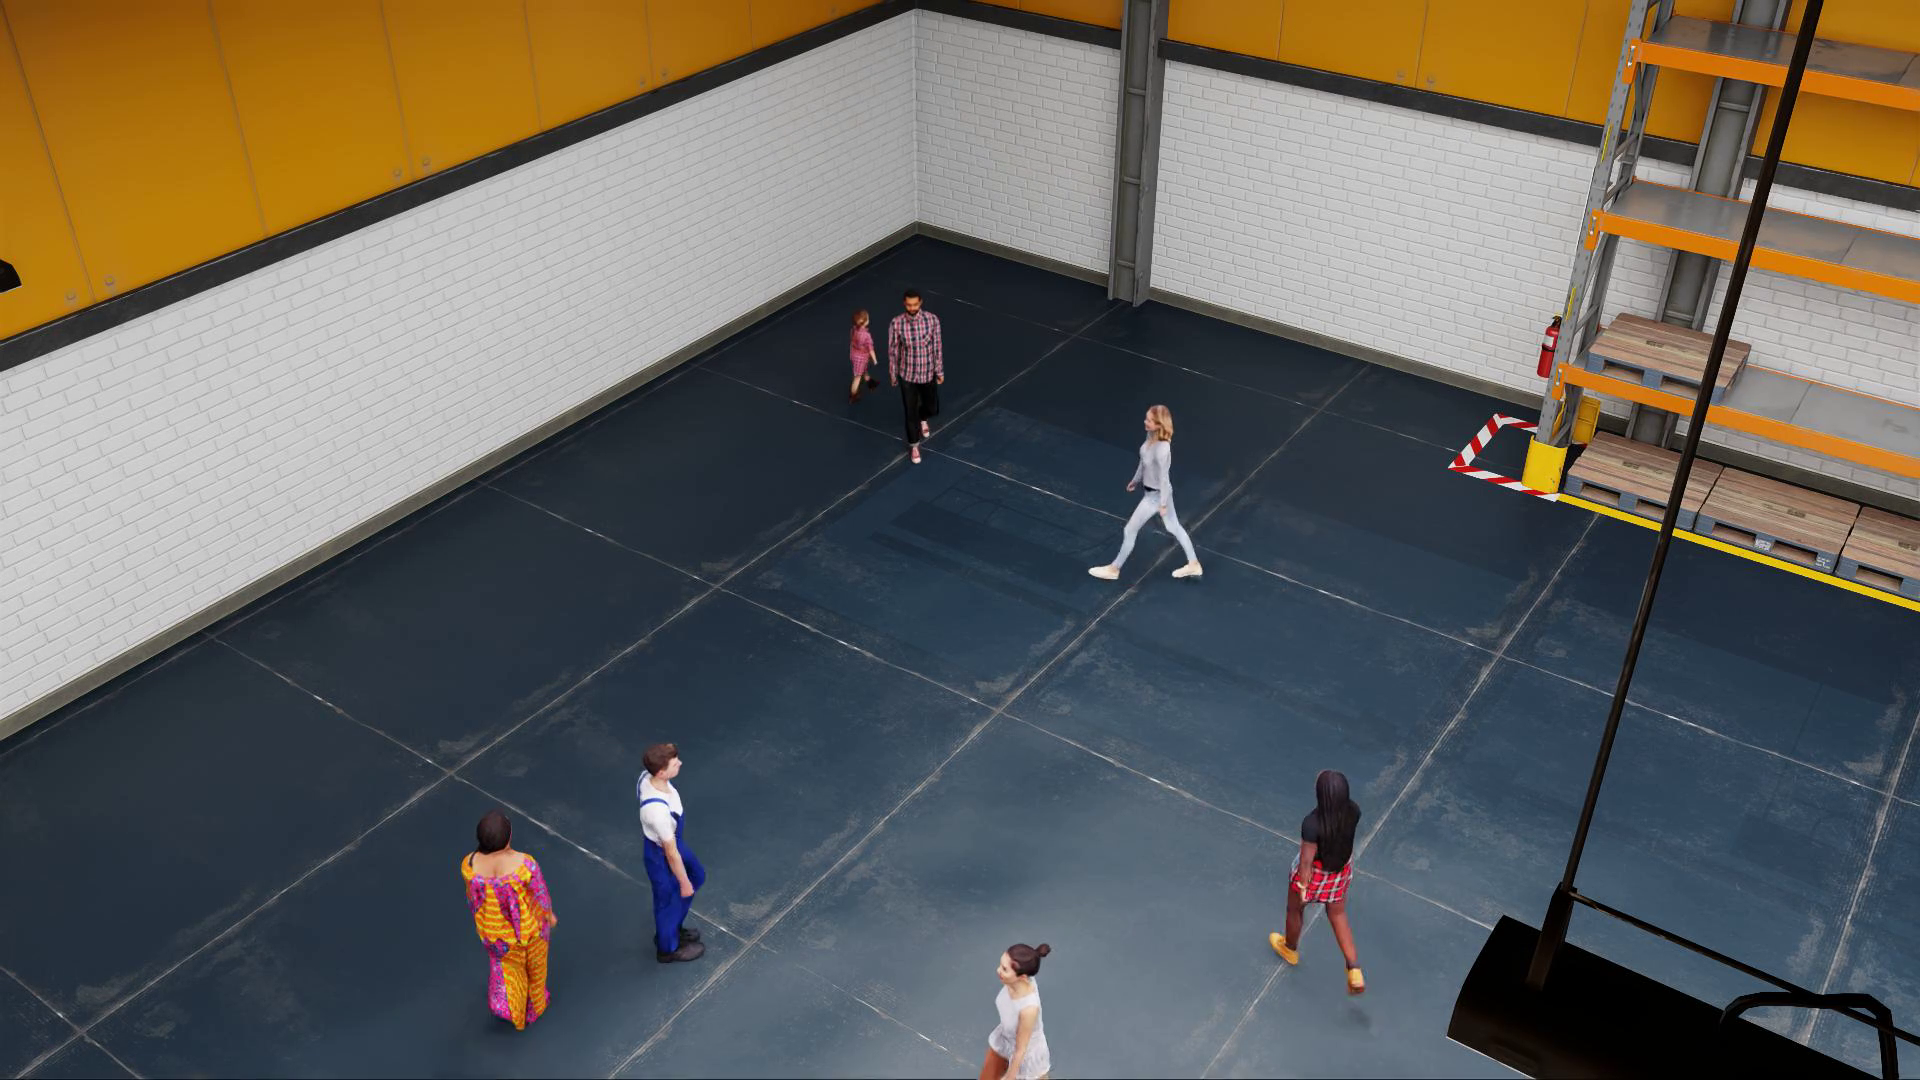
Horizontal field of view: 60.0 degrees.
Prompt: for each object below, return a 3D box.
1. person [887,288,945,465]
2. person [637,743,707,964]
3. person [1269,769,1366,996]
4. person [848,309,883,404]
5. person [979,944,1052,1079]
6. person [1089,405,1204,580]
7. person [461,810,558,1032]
[{"bbox_3d":[-0.420,-1.659,16.190,0.982,1.753,1.043,-6,34,-9],"label":"person"},{"bbox_3d":[-1.956,2.027,10.568,0.832,1.839,0.765,-8,34,-11],"label":"person"},{"bbox_3d":[2.343,2.178,10.463,0.920,1.703,1.111,-15,37,-22],"label":"person"},{"bbox_3d":[-1.056,-1.889,17.215,0.687,1.001,0.544,26,42,34],"label":"person"},{"bbox_3d":[0.428,2.891,9.511,1.039,1.570,1.033,-9,35,-13],"label":"person"},{"bbox_3d":[1.770,-0.362,14.253,1.290,1.738,1.049,1,34,2],"label":"person"},{"bbox_3d":[-2.772,2.364,10.216,0.807,1.667,0.865,5,34,7],"label":"person"}]
